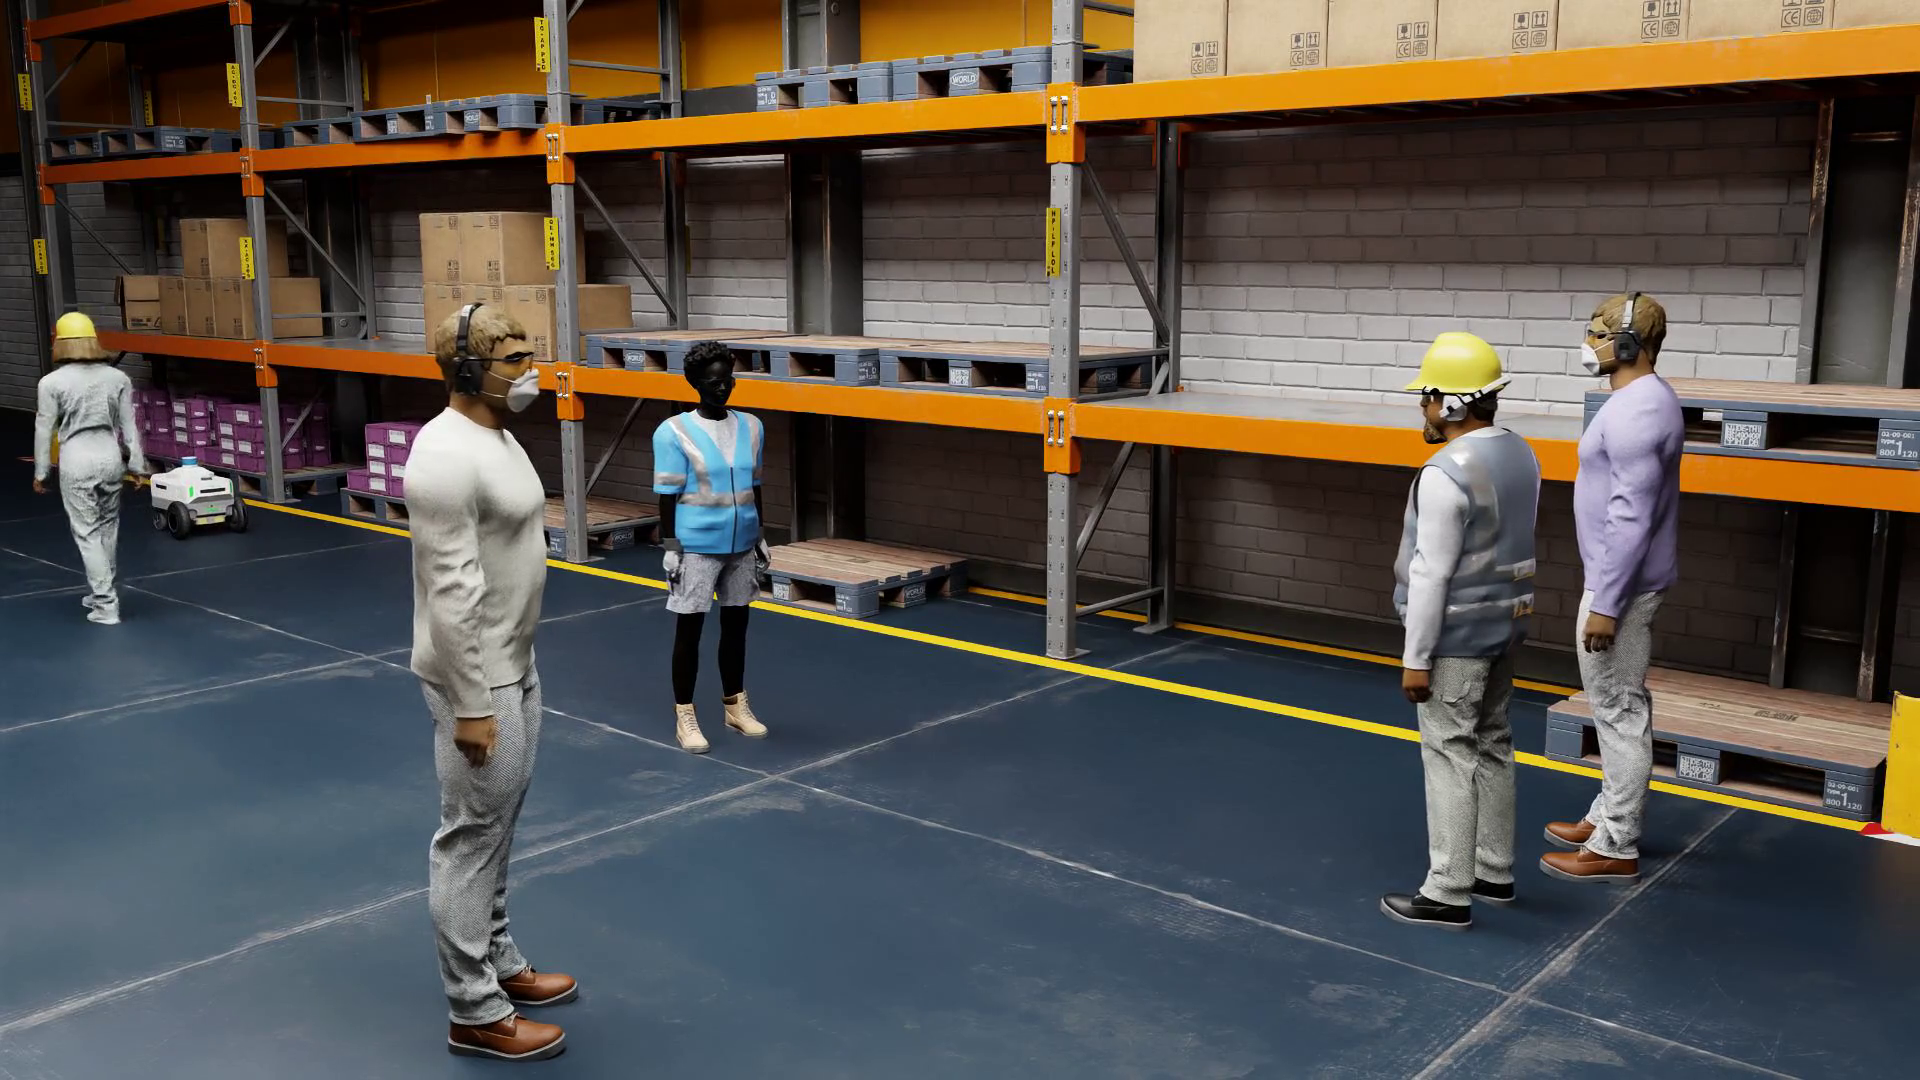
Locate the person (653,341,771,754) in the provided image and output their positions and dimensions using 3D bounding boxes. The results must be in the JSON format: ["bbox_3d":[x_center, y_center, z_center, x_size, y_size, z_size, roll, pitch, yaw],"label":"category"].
[{"bbox_3d":[-1.019,0.025,6.918,0.541,1.696,0.315,-9,13,-41],"label":"person"}]

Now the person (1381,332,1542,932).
[{"bbox_3d":[1.533,0.280,5.112,0.404,1.826,0.592,9,14,43],"label":"person"}]

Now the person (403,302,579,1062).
[{"bbox_3d":[-1.219,0.360,4.321,0.371,1.941,0.627,-1,10,-4],"label":"person"}]

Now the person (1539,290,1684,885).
[{"bbox_3d":[2.155,0.159,5.465,0.369,1.939,0.631,4,11,24],"label":"person"}]

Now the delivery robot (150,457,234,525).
[{"bbox_3d":[-5.598,-0.364,12.117,0.707,0.478,0.477,9,13,41],"label":"delivery robot"}]

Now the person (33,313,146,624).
[{"bbox_3d":[-4.913,-0.402,9.276,0.656,1.712,0.514,7,12,36],"label":"person"}]
